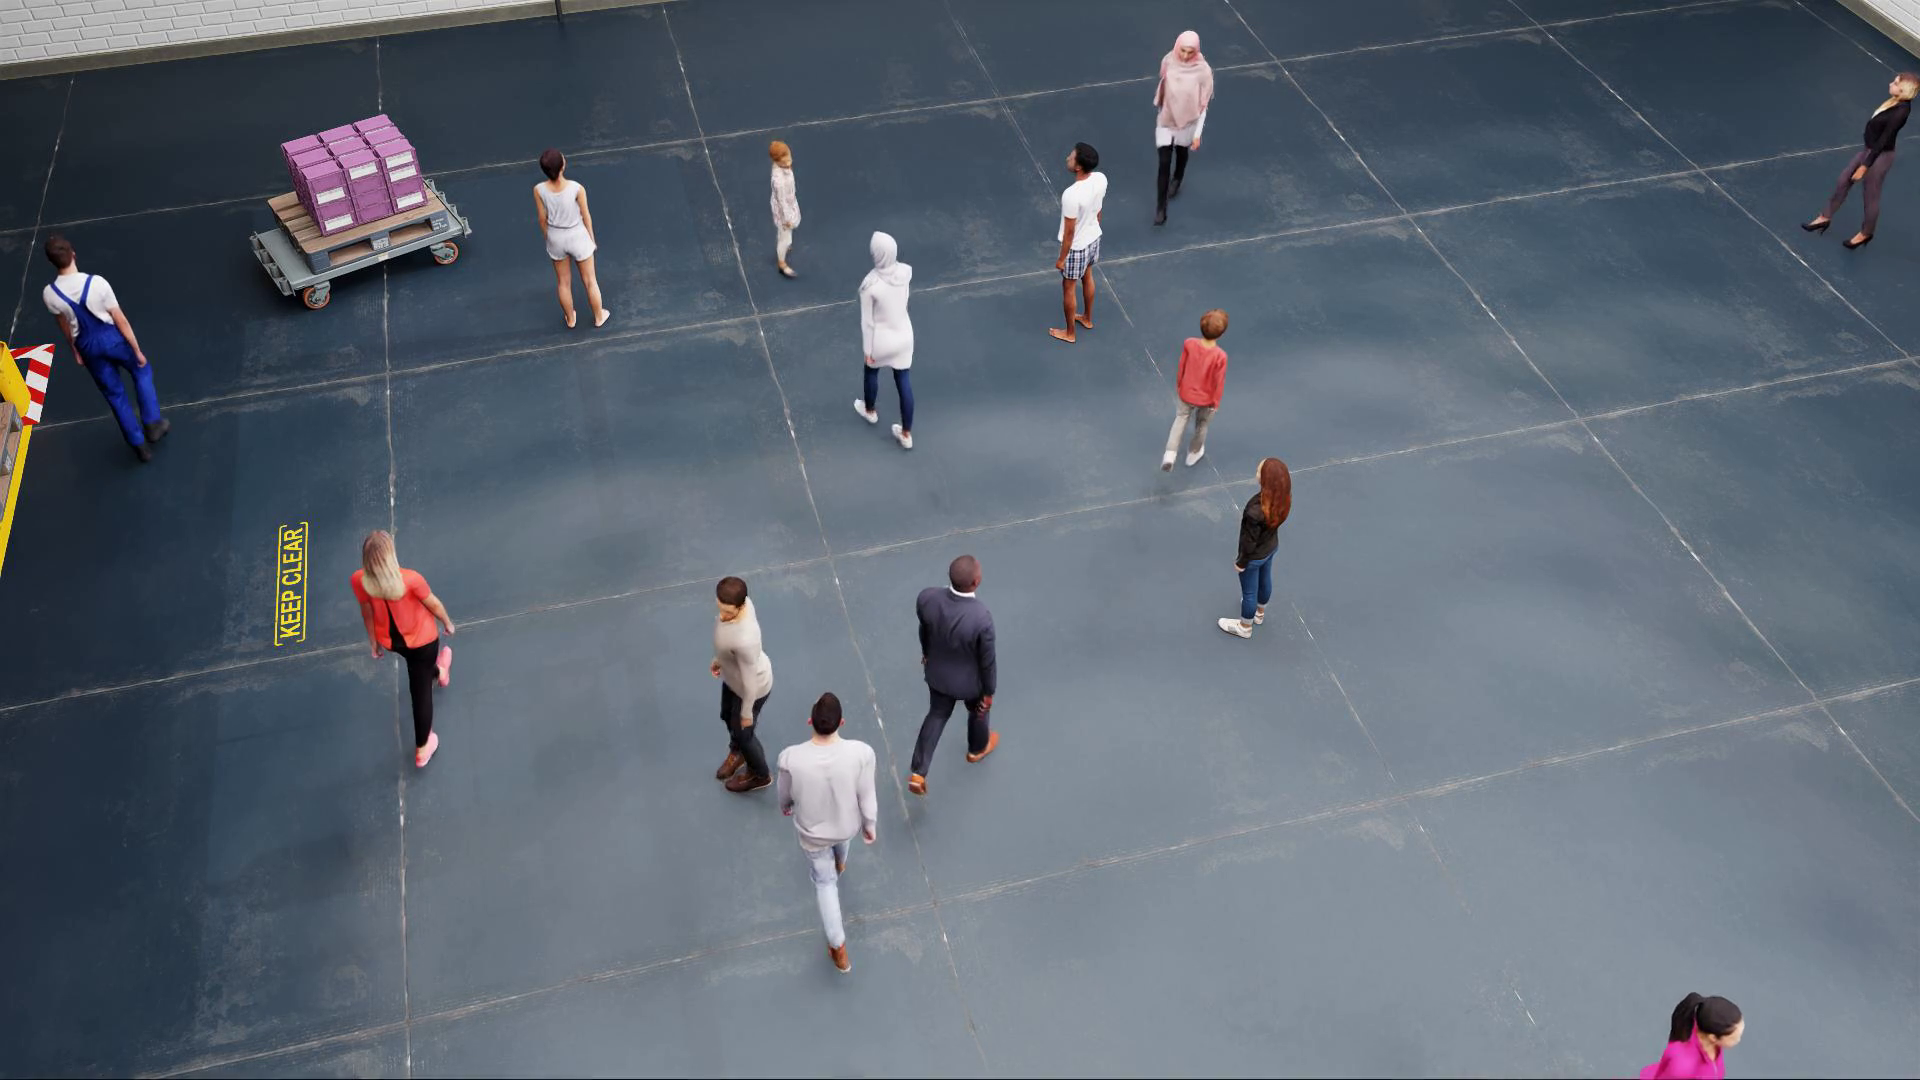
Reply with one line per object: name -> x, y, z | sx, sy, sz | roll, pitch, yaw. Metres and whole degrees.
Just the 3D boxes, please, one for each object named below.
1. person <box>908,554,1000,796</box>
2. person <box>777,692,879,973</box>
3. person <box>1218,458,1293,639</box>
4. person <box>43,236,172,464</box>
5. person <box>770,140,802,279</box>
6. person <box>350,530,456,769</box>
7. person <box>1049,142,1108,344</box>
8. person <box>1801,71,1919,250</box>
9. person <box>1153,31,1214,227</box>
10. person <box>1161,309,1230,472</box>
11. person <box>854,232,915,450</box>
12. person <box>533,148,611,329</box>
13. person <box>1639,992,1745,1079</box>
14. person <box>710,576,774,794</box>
person -> -0.056, 0.832, 9.779 | 1.091, 1.798, 1.150 | 23, 48, 22
person -> -0.698, 1.587, 8.990 | 0.748, 1.793, 1.211 | -8, 44, -9
person -> 1.952, 0.041, 10.837 | 0.674, 1.483, 0.646 | 31, 52, 28
person -> -6.183, -1.316, 12.005 | 0.657, 1.838, 0.679 | -12, 45, -13
person -> -1.495, -2.820, 13.980 | 0.803, 1.290, 0.535 | -5, 44, -6
person -> -3.358, 0.675, 10.058 | 0.867, 1.641, 1.218 | 2, 44, 2
person -> 0.947, -2.361, 13.175 | 0.720, 1.737, 0.714 | 32, 52, 29
person -> 7.850, -3.178, 14.094 | 0.919, 1.651, 0.879 | 15, 46, 15
person -> 1.921, -3.678, 14.556 | 1.051, 1.739, 1.223 | 17, 46, 17
person -> 1.695, -1.031, 12.024 | 0.777, 1.399, 0.841 | 21, 47, 20
person -> -0.468, -1.407, 12.164 | 0.753, 1.751, 0.951 | -21, 48, -21
person -> -3.138, -2.406, 13.317 | 0.612, 1.607, 0.591 | -1, 44, -1
person -> 3.270, 2.632, 7.975 | 0.945, 1.680, 0.850 | 31, 52, 28
person -> -1.205, 0.829, 9.760 | 0.775, 1.830, 0.615 | -9, 44, -10
